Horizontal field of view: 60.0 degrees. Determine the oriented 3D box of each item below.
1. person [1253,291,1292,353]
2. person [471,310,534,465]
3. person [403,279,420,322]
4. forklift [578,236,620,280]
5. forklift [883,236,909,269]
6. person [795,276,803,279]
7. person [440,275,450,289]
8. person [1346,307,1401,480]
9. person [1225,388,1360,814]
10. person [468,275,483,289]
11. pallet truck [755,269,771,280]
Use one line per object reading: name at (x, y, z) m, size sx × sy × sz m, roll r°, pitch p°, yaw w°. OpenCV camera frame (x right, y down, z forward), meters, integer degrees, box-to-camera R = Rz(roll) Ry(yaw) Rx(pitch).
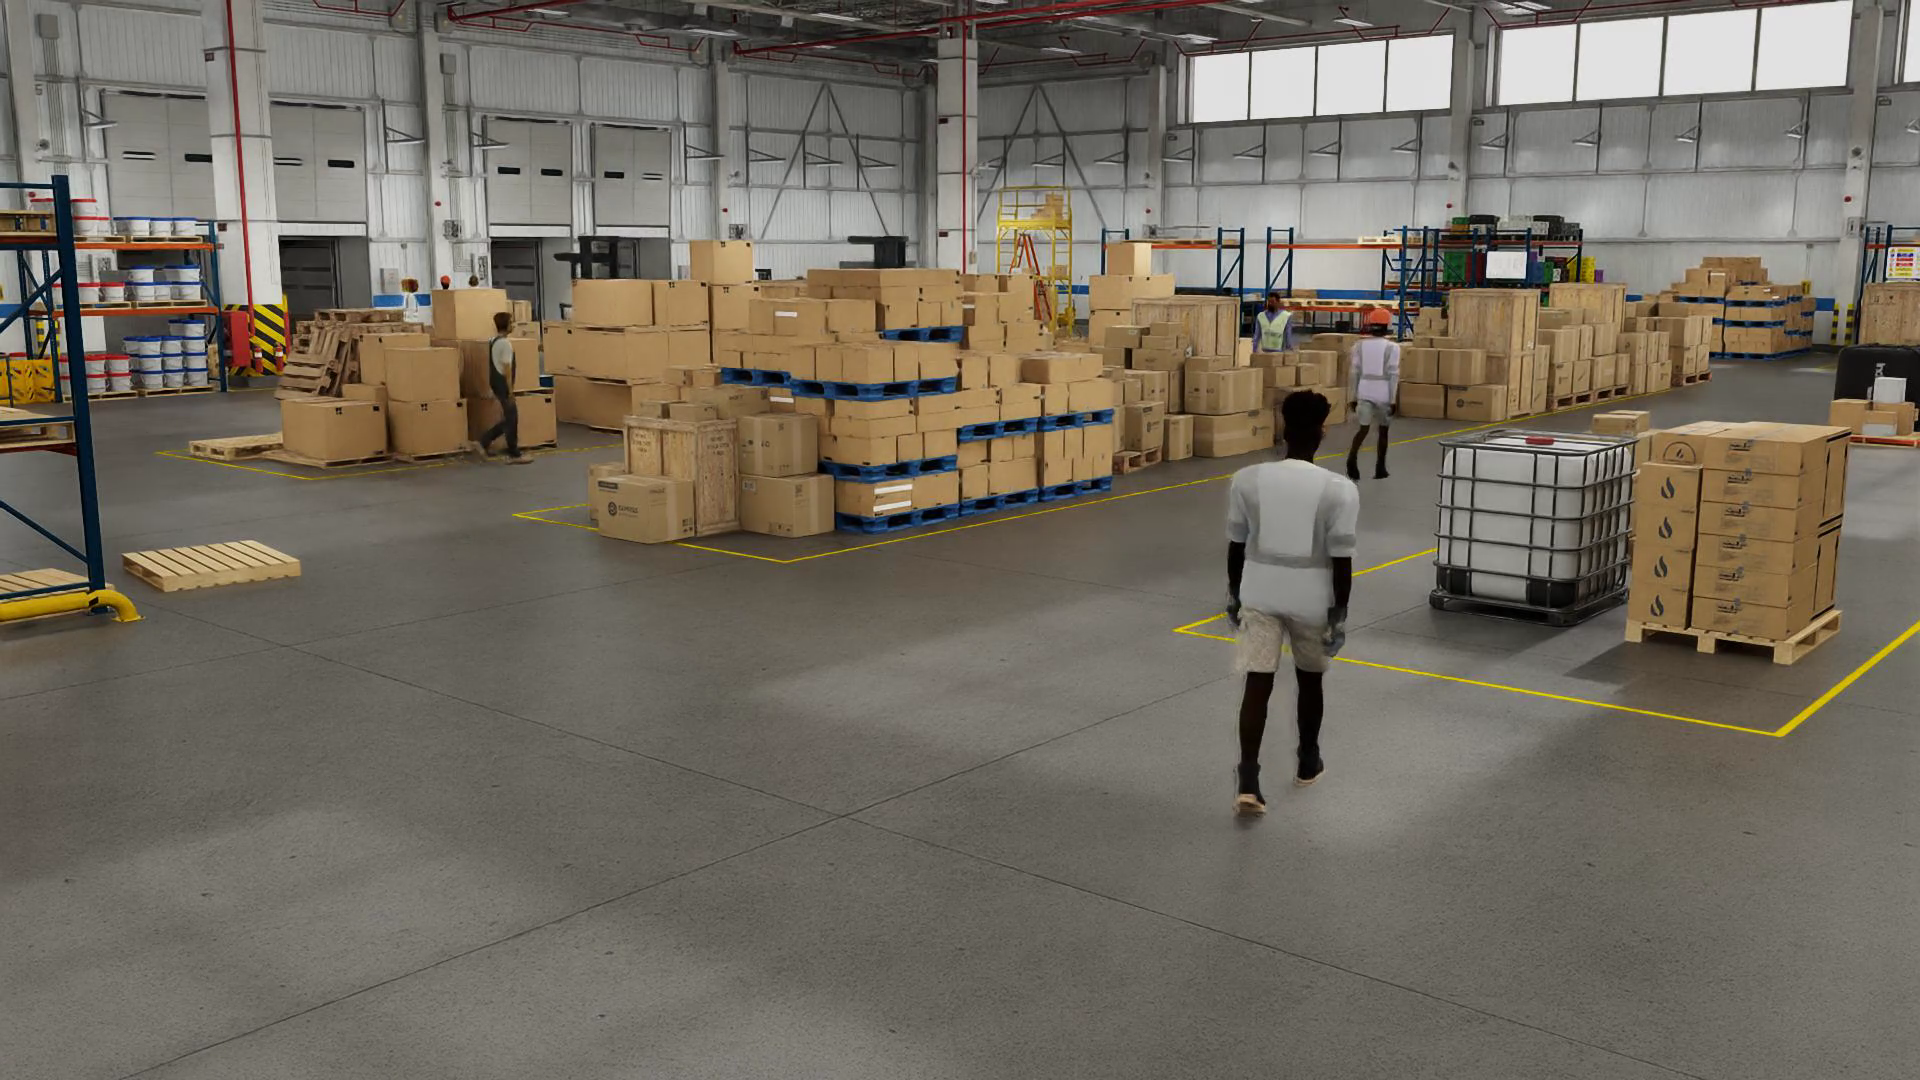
person at (4.987, -3.026, 26.496) m, size 0.608 × 1.877 × 0.988 m, roll 7°, pitch 12°, yaw 36°
person at (-5.380, -1.768, 19.445) m, size 0.628 × 1.828 × 0.522 m, roll -5°, pitch 11°, yaw -26°
person at (-12.162, -4.864, 36.954) m, size 0.394 × 1.872 × 0.594 m, roll -5°, pitch 11°, yaw -28°
forklift at (-8.242, -5.589, 38.213) m, size 1.873 × 2.768 × 1.129 m, roll 8°, pitch 13°, yaw 40°
forklift at (-1.509, -5.786, 39.336) m, size 1.873 × 2.768 × 1.129 m, roll 2°, pitch 10°, yaw 14°
person at (-3.548, -4.961, 37.358) m, size 0.496 × 1.924 × 0.650 m, roll -4°, pitch 11°, yaw -22°
person at (-11.700, -5.065, 37.901) m, size 0.544 × 1.943 × 0.347 m, roll -7°, pitch 12°, yaw -36°
person at (4.512, -1.587, 18.192) m, size 0.549 × 1.917 × 0.789 m, roll 7°, pitch 12°, yaw 35°
person at (1.483, 0.273, 7.574) m, size 0.621 × 1.929 × 0.972 m, roll 4°, pitch 11°, yaw 21°
person at (-10.967, -5.017, 37.672) m, size 0.665 × 1.932 × 0.405 m, roll -7°, pitch 12°, yaw -35°
pallet truck at (-4.996, -6.432, 45.525) m, size 1.885 × 1.965 × 0.823 m, roll -6°, pitch 12°, yaw -32°
